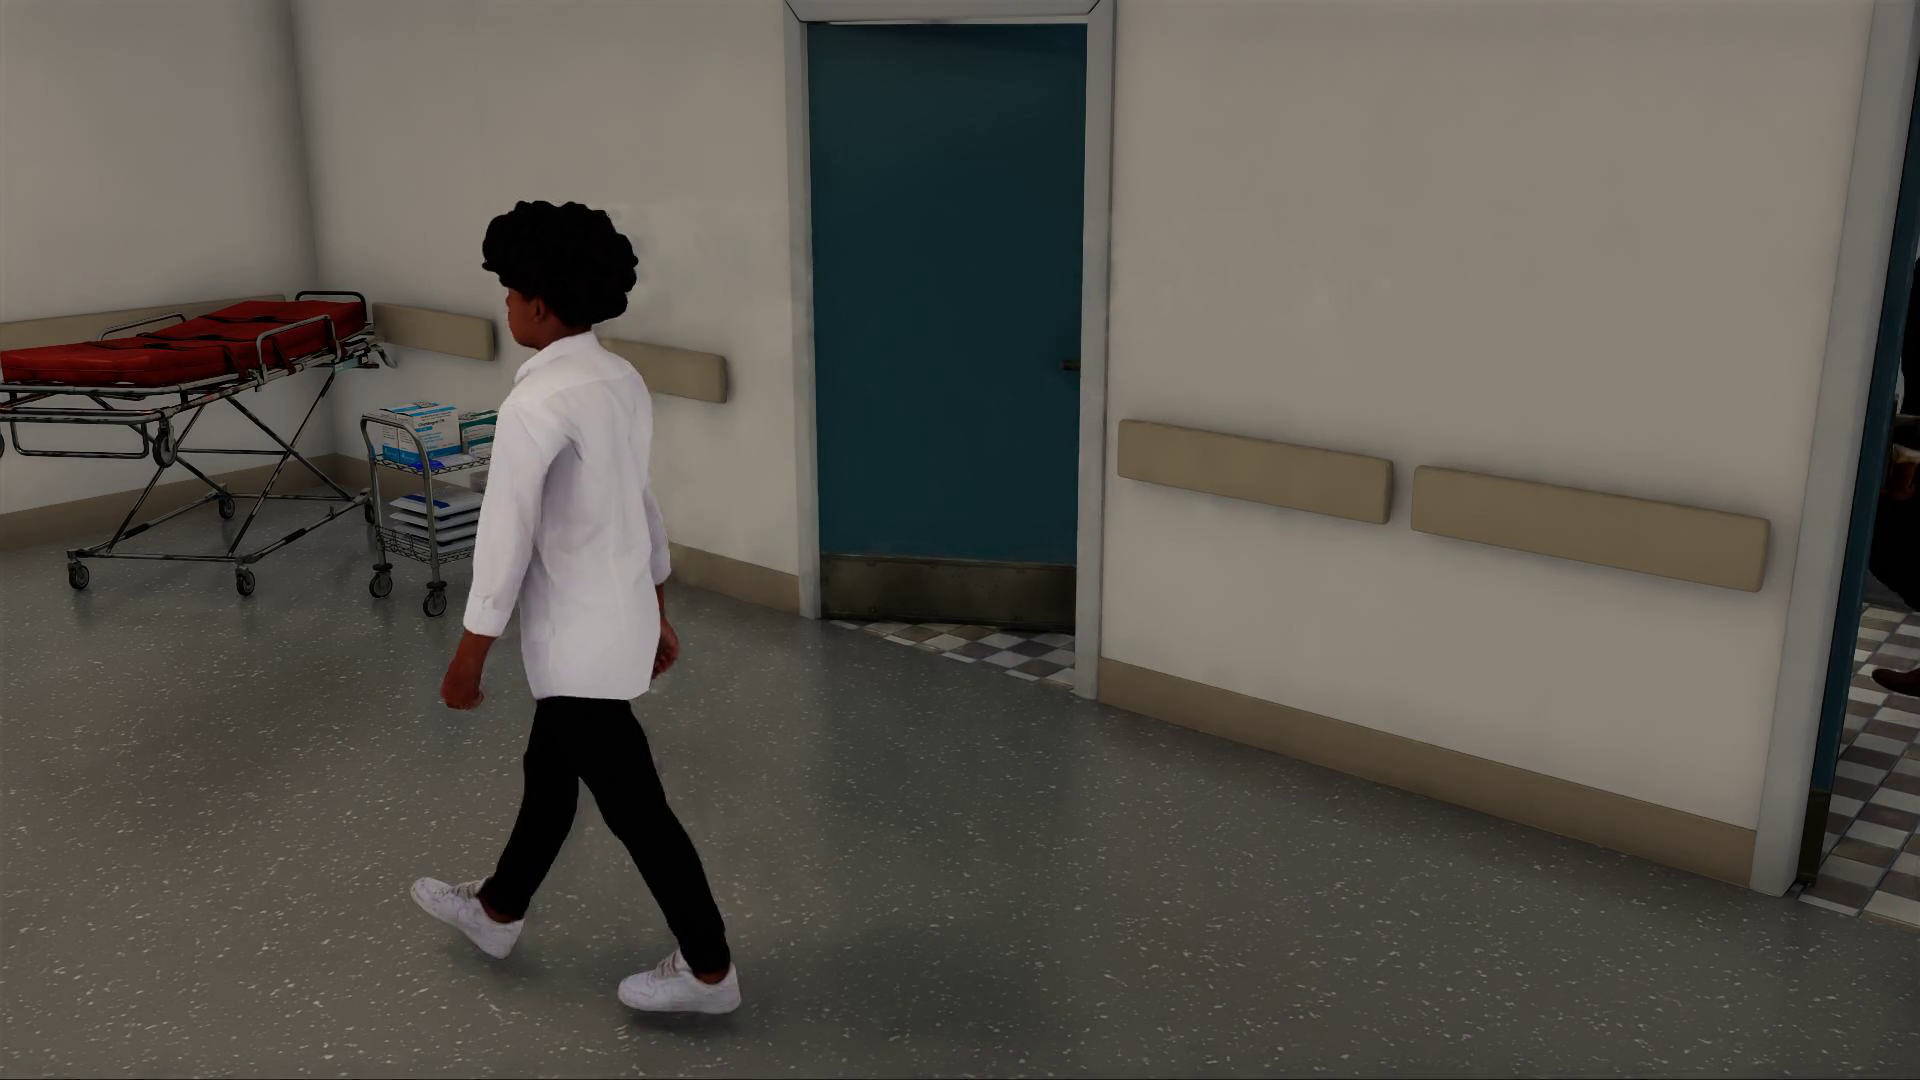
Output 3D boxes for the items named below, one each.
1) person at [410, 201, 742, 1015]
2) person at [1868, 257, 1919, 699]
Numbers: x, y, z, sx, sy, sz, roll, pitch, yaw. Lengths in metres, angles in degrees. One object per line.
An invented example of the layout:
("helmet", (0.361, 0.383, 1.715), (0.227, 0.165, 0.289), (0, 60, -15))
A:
("person", (-0.720, 0.217, 3.543), (1.189, 1.760, 0.976), (3, 16, 12))
("person", (3.137, -0.299, 5.155), (1.017, 1.879, 1.074), (-6, 17, -20))
